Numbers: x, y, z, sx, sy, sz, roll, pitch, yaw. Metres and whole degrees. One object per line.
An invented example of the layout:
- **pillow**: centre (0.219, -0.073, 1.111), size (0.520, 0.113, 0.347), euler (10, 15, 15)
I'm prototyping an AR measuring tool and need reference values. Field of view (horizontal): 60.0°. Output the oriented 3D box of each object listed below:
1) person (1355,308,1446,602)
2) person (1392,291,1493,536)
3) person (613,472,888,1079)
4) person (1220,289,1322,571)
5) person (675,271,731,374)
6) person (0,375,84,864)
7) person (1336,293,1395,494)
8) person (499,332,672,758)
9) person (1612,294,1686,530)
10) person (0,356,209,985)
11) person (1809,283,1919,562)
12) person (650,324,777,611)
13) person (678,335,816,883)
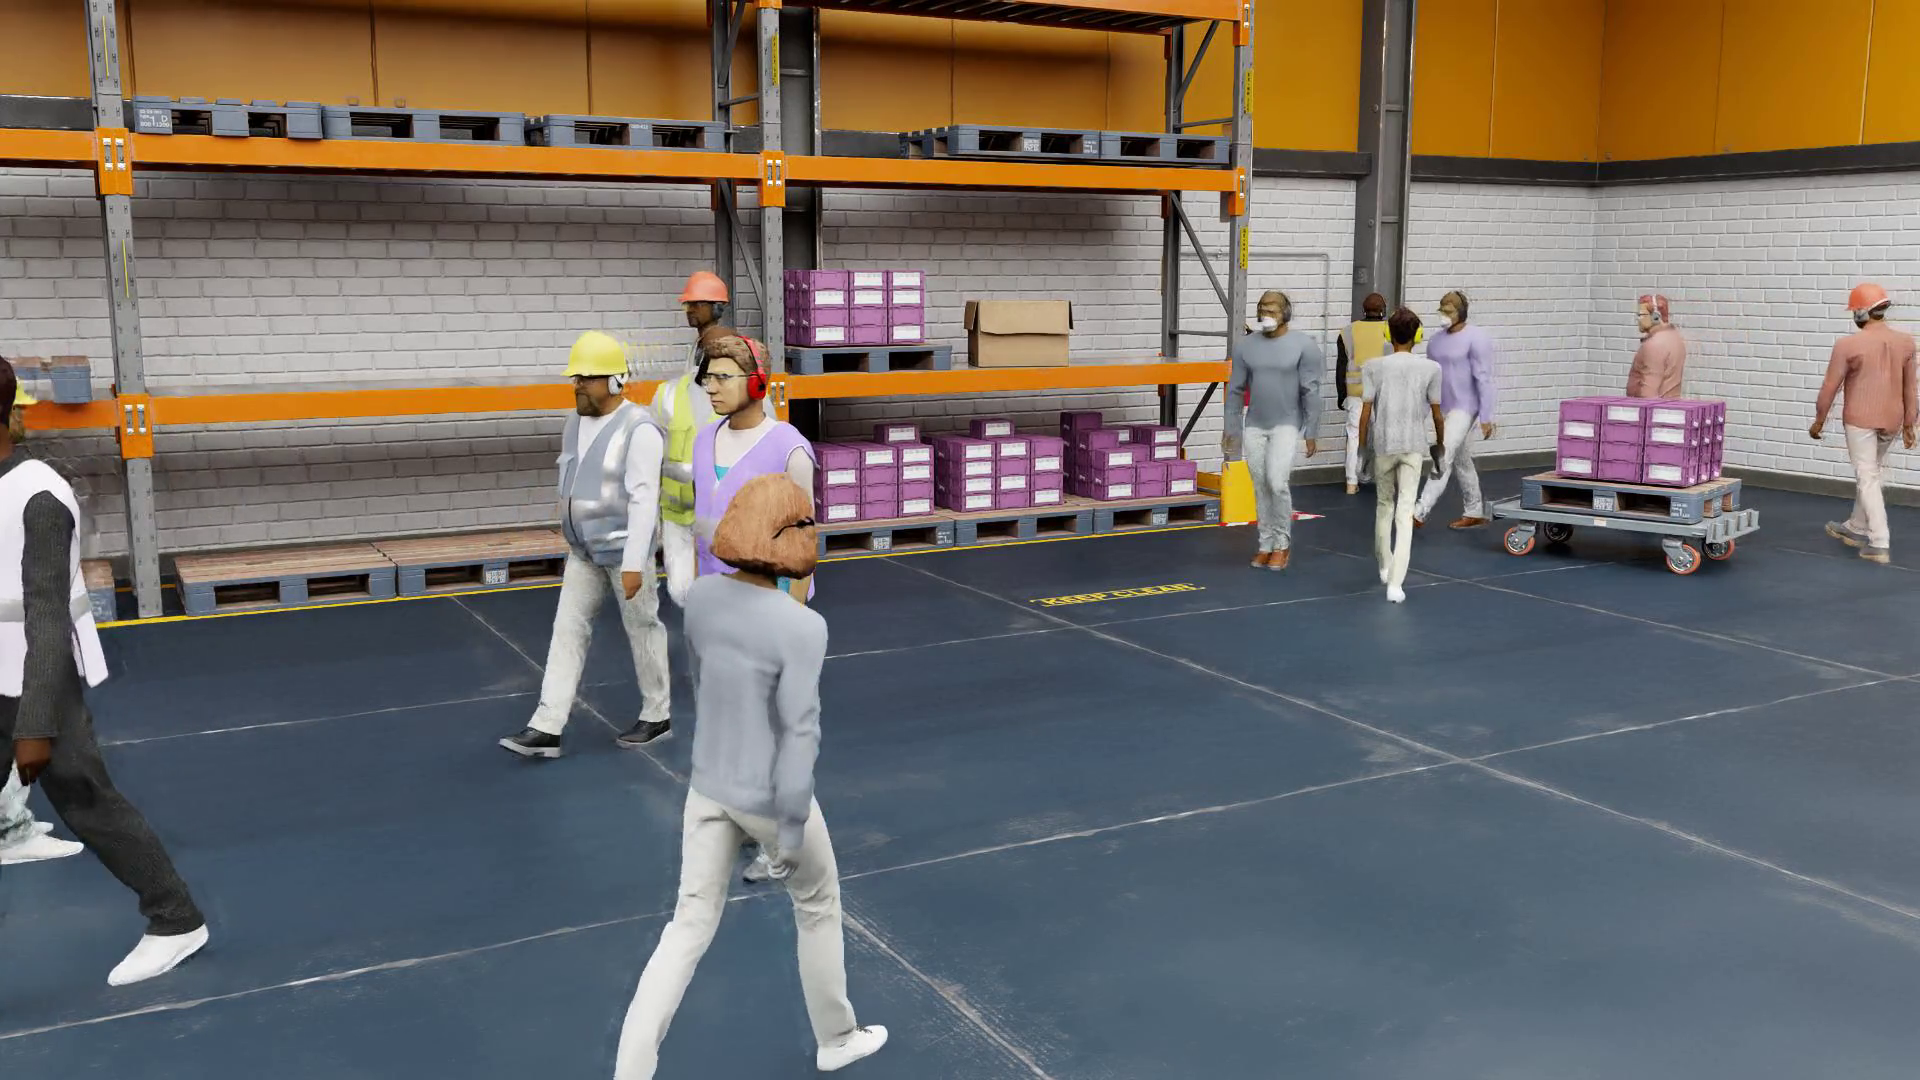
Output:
- **person**: centre (2.807, -0.554, 10.559), size (0.549, 1.810, 0.999), euler (3, 10, 19)
- **person**: centre (3.729, -0.971, 12.873), size (1.032, 1.876, 0.666), euler (-4, 10, -21)
- **person**: centre (-0.535, 0.627, 4.035), size (0.495, 1.589, 0.862), euler (7, 11, 35)
- **person**: centre (2.100, -0.738, 11.347), size (0.649, 1.917, 0.560), euler (7, 11, 36)
- **person**: centre (-1.510, -0.572, 9.951), size (0.372, 2.043, 0.615), euler (-5, 10, -27)
- **person**: centre (-3.352, 0.253, 5.839), size (0.312, 1.744, 0.487), euler (-8, 13, -42)
- **person**: centre (3.751, -1.325, 15.166), size (0.636, 1.840, 0.429), euler (4, 10, 24)
- **person**: centre (-1.545, 0.043, 6.939), size (0.629, 1.791, 0.861), euler (7, 12, 38)
- **person**: centre (5.428, -0.945, 12.763), size (0.739, 1.878, 0.667), euler (7, 12, 37)
- **person**: centre (-2.567, 0.404, 4.550), size (0.608, 1.873, 0.992), euler (6, 11, 33)
- **person**: centre (6.465, -0.855, 11.965), size (0.625, 1.948, 0.940), euler (-2, 9, -11)
- **person**: centre (-1.193, -0.139, 8.052), size (0.635, 1.806, 0.808), euler (2, 9, 11)
- **person**: centre (-0.710, 0.226, 5.693), size (0.565, 1.846, 0.390), euler (8, 12, 41)
